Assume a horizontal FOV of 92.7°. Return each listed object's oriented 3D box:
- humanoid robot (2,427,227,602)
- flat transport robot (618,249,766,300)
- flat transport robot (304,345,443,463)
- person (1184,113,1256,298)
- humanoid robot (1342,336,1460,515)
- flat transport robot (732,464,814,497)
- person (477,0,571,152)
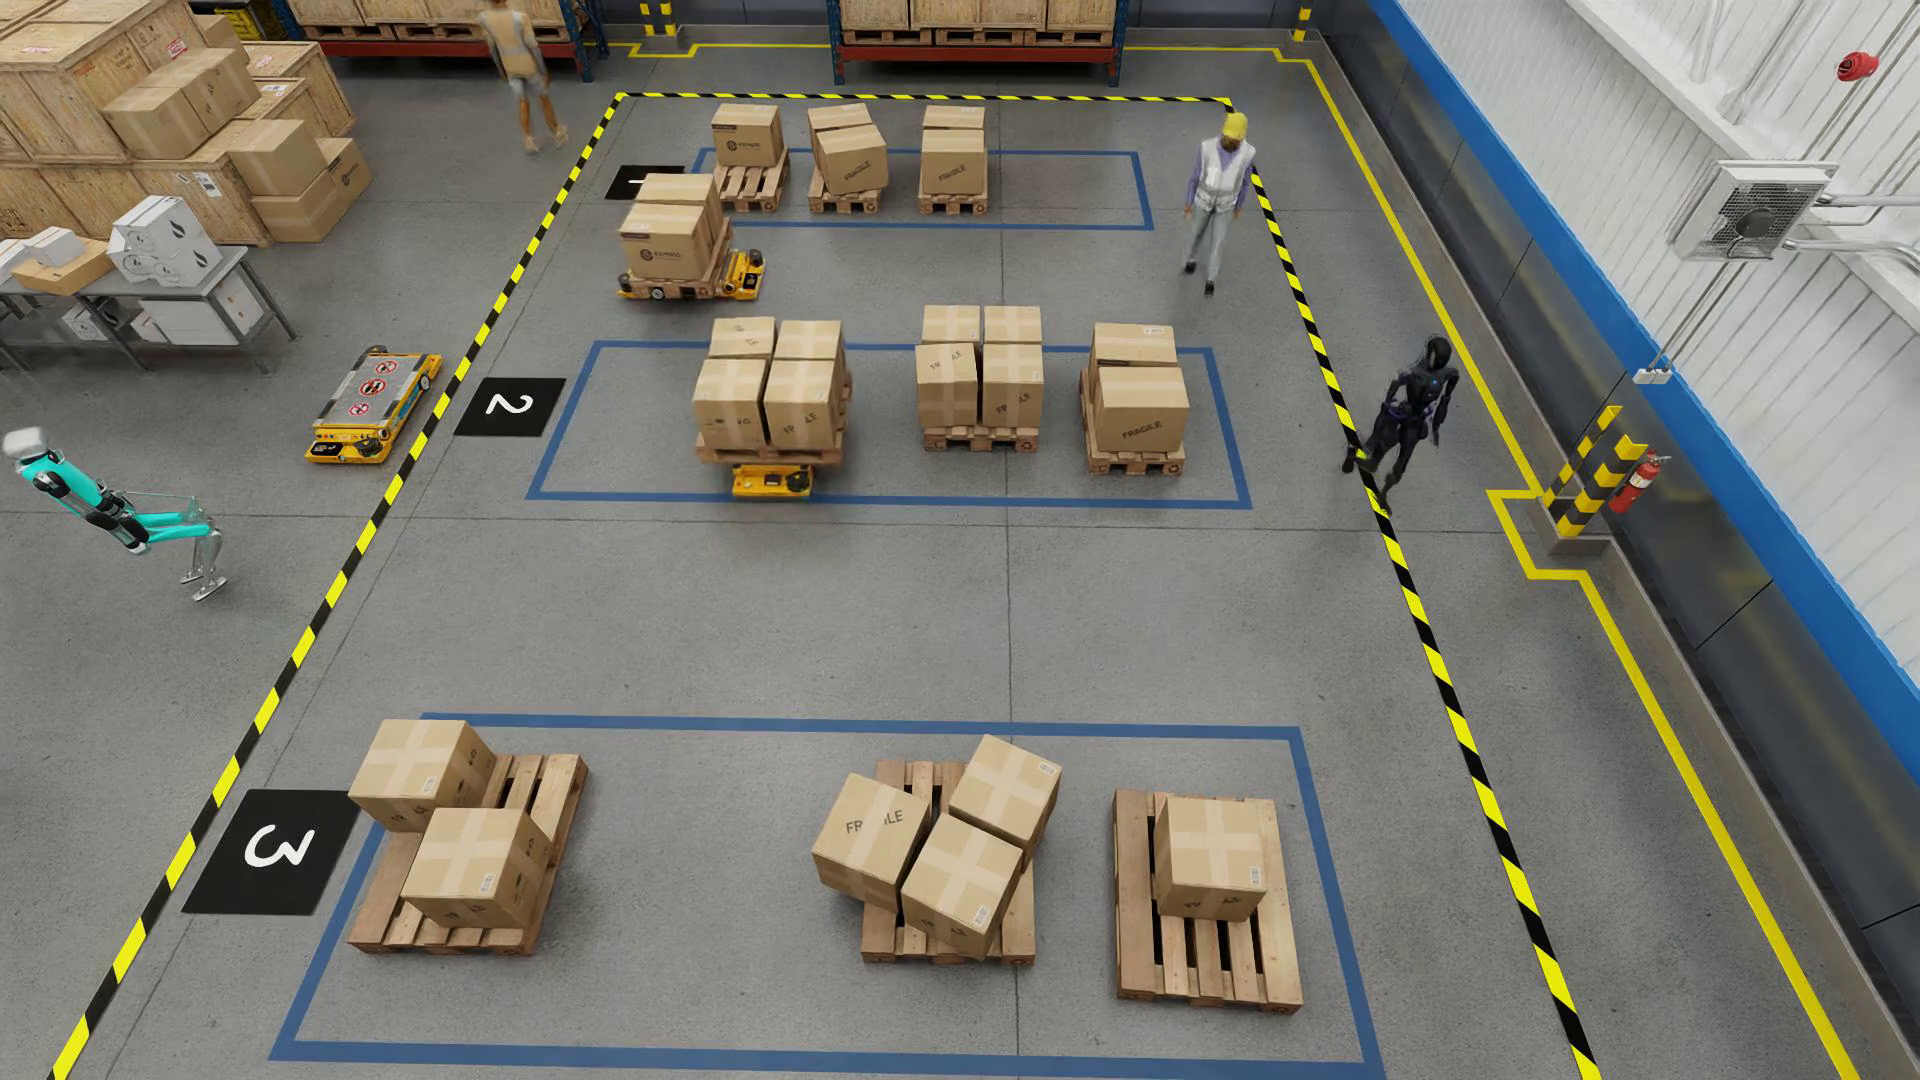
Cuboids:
[{"bbox_3d":[-5.792,-0.237,6.517,0.735,1.677,0.533,-37,59,-27],"label":"humanoid robot"},{"bbox_3d":[-2.844,-2.842,9.754,1.431,0.197,0.652,1,50,1],"label":"flat transport robot"},{"bbox_3d":[-5.383,-1.269,8.441,0.659,0.231,1.431,1,50,1],"label":"flat transport robot"},{"bbox_3d":[2.567,-3.375,9.223,0.592,1.800,0.709,10,51,9],"label":"person"},{"bbox_3d":[3.511,-0.951,7.258,0.589,1.643,0.583,-6,50,-5],"label":"humanoid robot"},{"bbox_3d":[-1.589,-0.967,8.167,0.652,0.197,1.431,1,50,1],"label":"flat transport robot"},{"bbox_3d":[-5.289,-5.749,11.071,0.613,2.040,0.388,1,50,0],"label":"person"}]
